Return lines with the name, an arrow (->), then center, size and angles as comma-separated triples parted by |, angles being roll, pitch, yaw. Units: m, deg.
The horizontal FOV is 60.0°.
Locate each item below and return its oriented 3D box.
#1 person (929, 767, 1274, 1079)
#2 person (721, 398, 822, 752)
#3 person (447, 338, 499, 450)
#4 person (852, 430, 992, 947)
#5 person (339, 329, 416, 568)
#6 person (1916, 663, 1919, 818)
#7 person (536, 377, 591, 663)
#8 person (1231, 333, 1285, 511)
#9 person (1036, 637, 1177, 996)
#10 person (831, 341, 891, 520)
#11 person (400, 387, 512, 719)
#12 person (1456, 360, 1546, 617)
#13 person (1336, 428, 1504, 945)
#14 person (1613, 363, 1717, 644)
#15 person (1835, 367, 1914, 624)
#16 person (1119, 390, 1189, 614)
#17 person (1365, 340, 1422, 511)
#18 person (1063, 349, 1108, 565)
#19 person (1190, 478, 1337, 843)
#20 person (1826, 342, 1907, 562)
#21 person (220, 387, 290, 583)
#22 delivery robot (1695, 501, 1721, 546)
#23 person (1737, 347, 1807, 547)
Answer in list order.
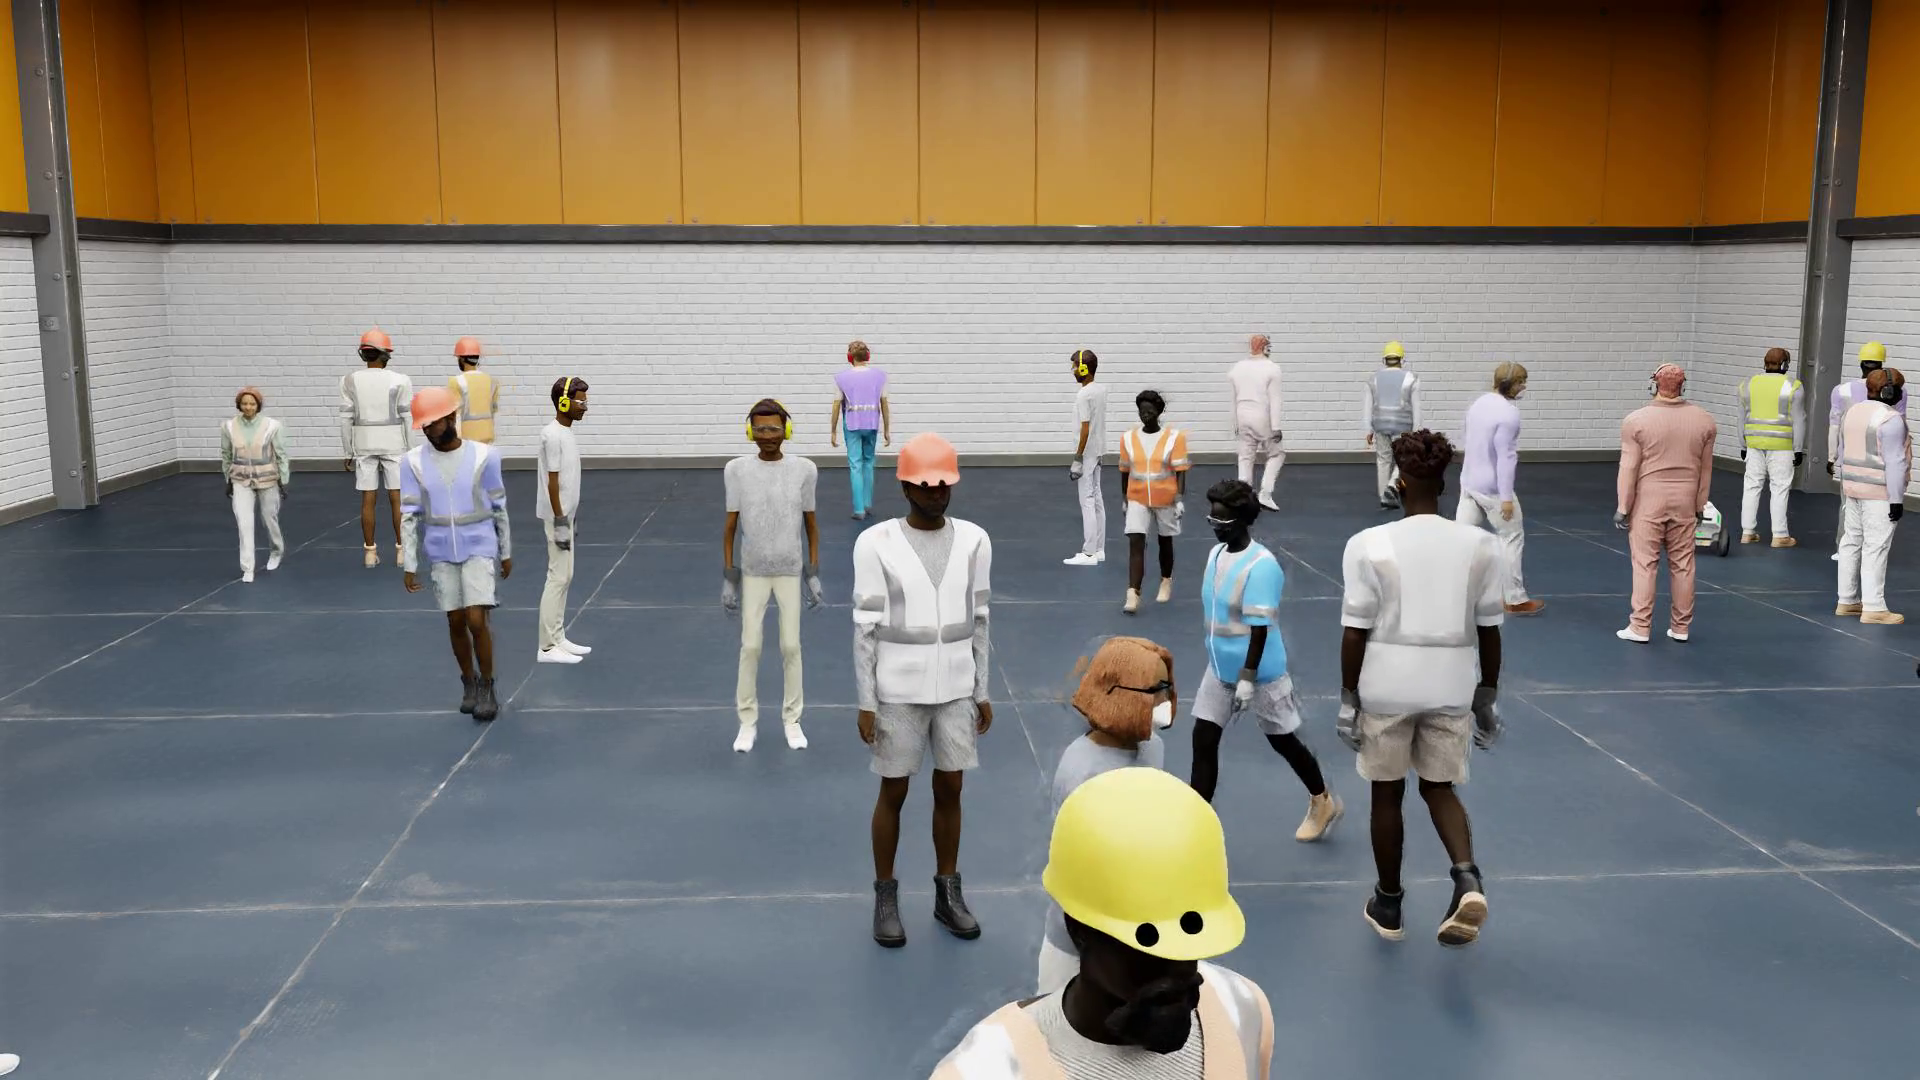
person -> 0.230, 1.220, 2.202 | 0.618, 1.870, 0.988 | -5, 10, -30
person -> -0.992, 0.183, 8.749 | 0.531, 1.868, 0.311 | -1, 9, -8
person -> -4.709, -0.970, 15.878 | 0.947, 1.897, 0.575 | 8, 12, 41
person -> -0.123, 0.554, 6.209 | 0.551, 1.935, 0.371 | -3, 10, -21
person -> -4.967, -0.779, 14.250 | 0.613, 2.039, 0.393 | -1, 9, -9
person -> 4.354, 0.454, 6.823 | 0.624, 1.943, 1.023 | -2, 9, -11
person -> -2.562, -0.129, 10.779 | 0.367, 1.853, 0.490 | 0, 9, -1
person -> 3.169, -1.220, 17.479 | 0.540, 1.887, 0.679 | -8, 12, -42
person -> 0.389, 1.028, 4.319 | 0.848, 1.587, 0.505 | 7, 12, 38
person -> -1.062, -1.134, 17.159 | 0.604, 1.821, 0.743 | -3, 10, -21
person -> -2.823, 0.076, 9.336 | 0.558, 1.887, 0.651 | -1, 9, -5
person -> 3.903, -0.355, 12.076 | 0.903, 1.883, 0.700 | -2, 9, -9
person -> 1.702, 0.568, 6.105 | 0.603, 1.943, 0.620 | -1, 9, -3
person -> 4.757, -0.243, 11.303 | 0.642, 1.910, 0.401 | 0, 9, -2
person -> 6.611, -0.323, 12.013 | 0.429, 1.844, 0.626 | -1, 9, -5
person -> 1.439, -0.296, 12.432 | 0.539, 1.649, 0.872 | 3, 9, 17
person -> 4.554, -1.192, 17.542 | 0.609, 1.812, 0.473 | 5, 11, 31
person -> 1.091, -0.710, 14.371 | 0.328, 1.865, 0.520 | 4, 10, 26
person -> 1.285, 0.542, 7.184 | 0.875, 1.653, 0.537 | -4, 10, -24
person -> 7.825, -0.747, 14.401 | 0.589, 1.927, 0.387 | 4, 10, 22
person -> -5.829, -0.487, 13.819 | 0.527, 1.601, 0.764 | -2, 9, -11
delivery robot -> 6.651, -0.208, 15.020 | 0.477, 0.478, 0.707 | 3, 10, 17
person -> 7.503, -0.857, 15.377 | 0.429, 1.841, 0.625 | -7, 12, -38
